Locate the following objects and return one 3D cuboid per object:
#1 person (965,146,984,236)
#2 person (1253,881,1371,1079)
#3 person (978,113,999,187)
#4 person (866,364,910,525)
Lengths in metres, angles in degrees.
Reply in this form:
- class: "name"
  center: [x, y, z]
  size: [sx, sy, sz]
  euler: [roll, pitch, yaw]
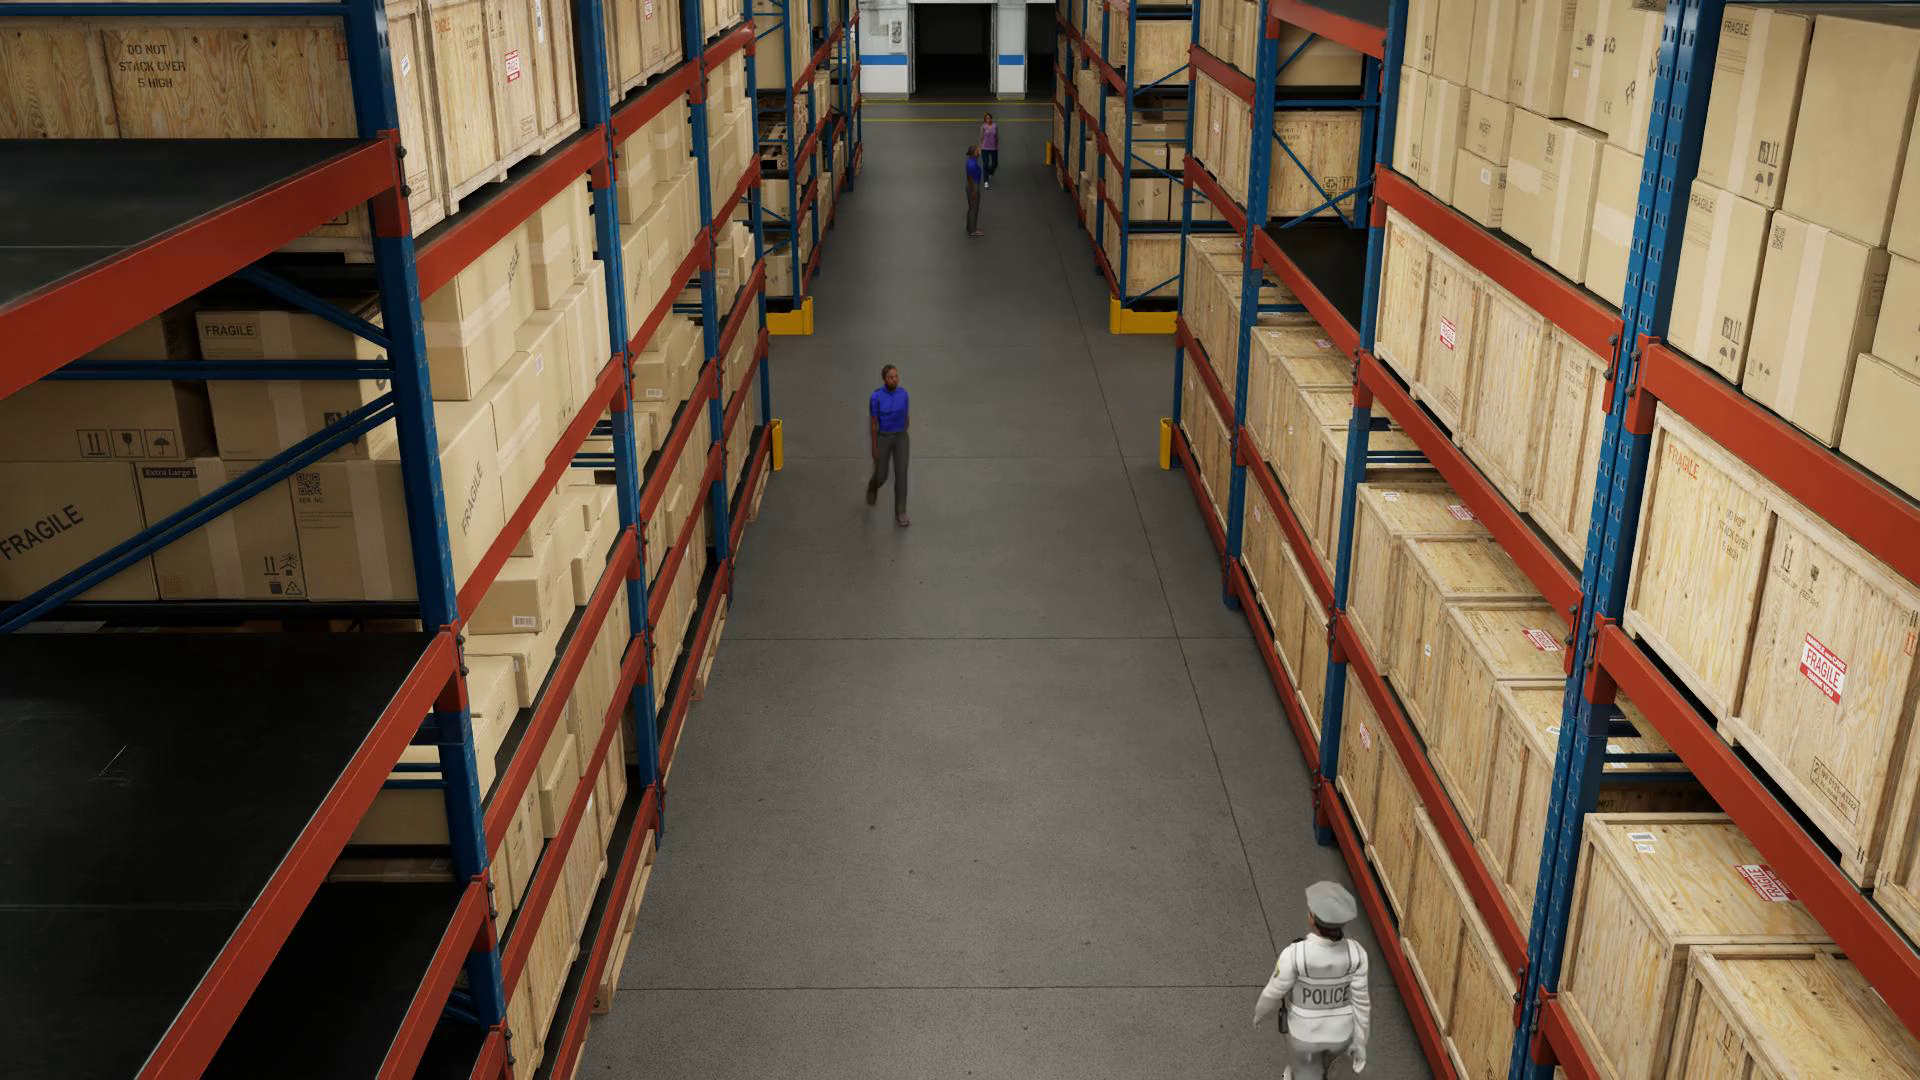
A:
- class: "person"
  center: [0.279, -6.611, 31.424]
  size: [0.335, 1.660, 0.440]
  euler: [-3, 22, -8]
- class: "person"
  center: [1.761, 2.449, 8.420]
  size: [0.505, 1.633, 0.992]
  euler: [-4, 22, -10]
- class: "person"
  center: [0.607, -8.542, 36.360]
  size: [0.482, 1.591, 0.474]
  euler: [-4, 22, -11]
- class: "person"
  center: [-0.725, -1.020, 17.228]
  size: [0.440, 1.656, 0.657]
  euler: [-8, 23, -18]
